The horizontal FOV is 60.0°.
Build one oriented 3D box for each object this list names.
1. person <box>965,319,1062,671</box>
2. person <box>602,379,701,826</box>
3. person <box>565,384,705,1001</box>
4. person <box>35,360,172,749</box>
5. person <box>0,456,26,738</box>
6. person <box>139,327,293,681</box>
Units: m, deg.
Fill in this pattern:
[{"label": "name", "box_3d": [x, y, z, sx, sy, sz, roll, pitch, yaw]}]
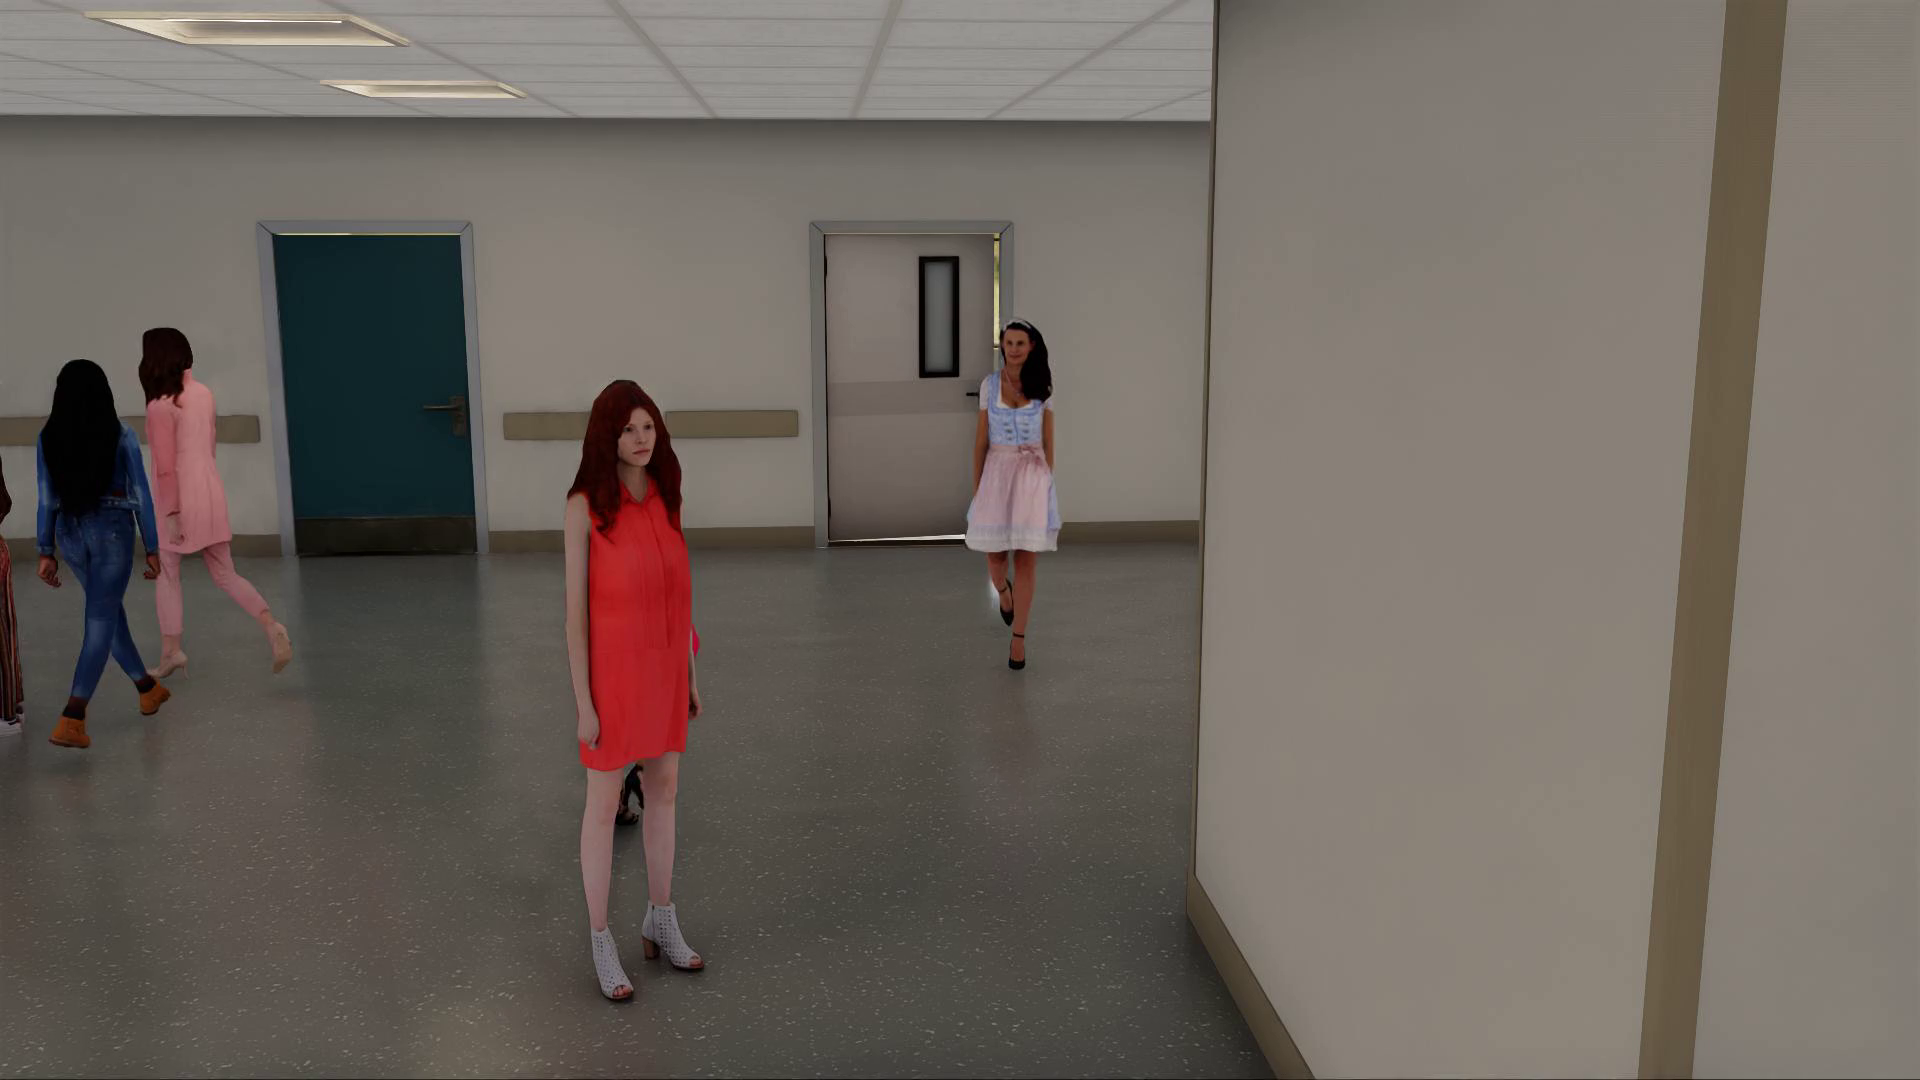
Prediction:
[{"label": "person", "box_3d": [0.293, -0.244, 8.682, 0.860, 1.803, 0.768, 0, 11, 0]}, {"label": "person", "box_3d": [-1.294, 0.267, 6.231, 0.706, 1.711, 0.774, 6, 12, 27]}, {"label": "person", "box_3d": [-0.985, 0.443, 4.992, 0.719, 1.828, 0.647, 10, 15, 42]}, {"label": "person", "box_3d": [-3.781, 0.104, 7.231, 1.150, 1.659, 0.765, 0, 11, 0]}, {"label": "person", "box_3d": [-4.425, 0.102, 7.504, 0.590, 1.562, 0.600, -4, 11, -19]}, {"label": "person", "box_3d": [-3.700, -0.133, 8.179, 1.199, 1.772, 0.919, 4, 11, 20]}]
